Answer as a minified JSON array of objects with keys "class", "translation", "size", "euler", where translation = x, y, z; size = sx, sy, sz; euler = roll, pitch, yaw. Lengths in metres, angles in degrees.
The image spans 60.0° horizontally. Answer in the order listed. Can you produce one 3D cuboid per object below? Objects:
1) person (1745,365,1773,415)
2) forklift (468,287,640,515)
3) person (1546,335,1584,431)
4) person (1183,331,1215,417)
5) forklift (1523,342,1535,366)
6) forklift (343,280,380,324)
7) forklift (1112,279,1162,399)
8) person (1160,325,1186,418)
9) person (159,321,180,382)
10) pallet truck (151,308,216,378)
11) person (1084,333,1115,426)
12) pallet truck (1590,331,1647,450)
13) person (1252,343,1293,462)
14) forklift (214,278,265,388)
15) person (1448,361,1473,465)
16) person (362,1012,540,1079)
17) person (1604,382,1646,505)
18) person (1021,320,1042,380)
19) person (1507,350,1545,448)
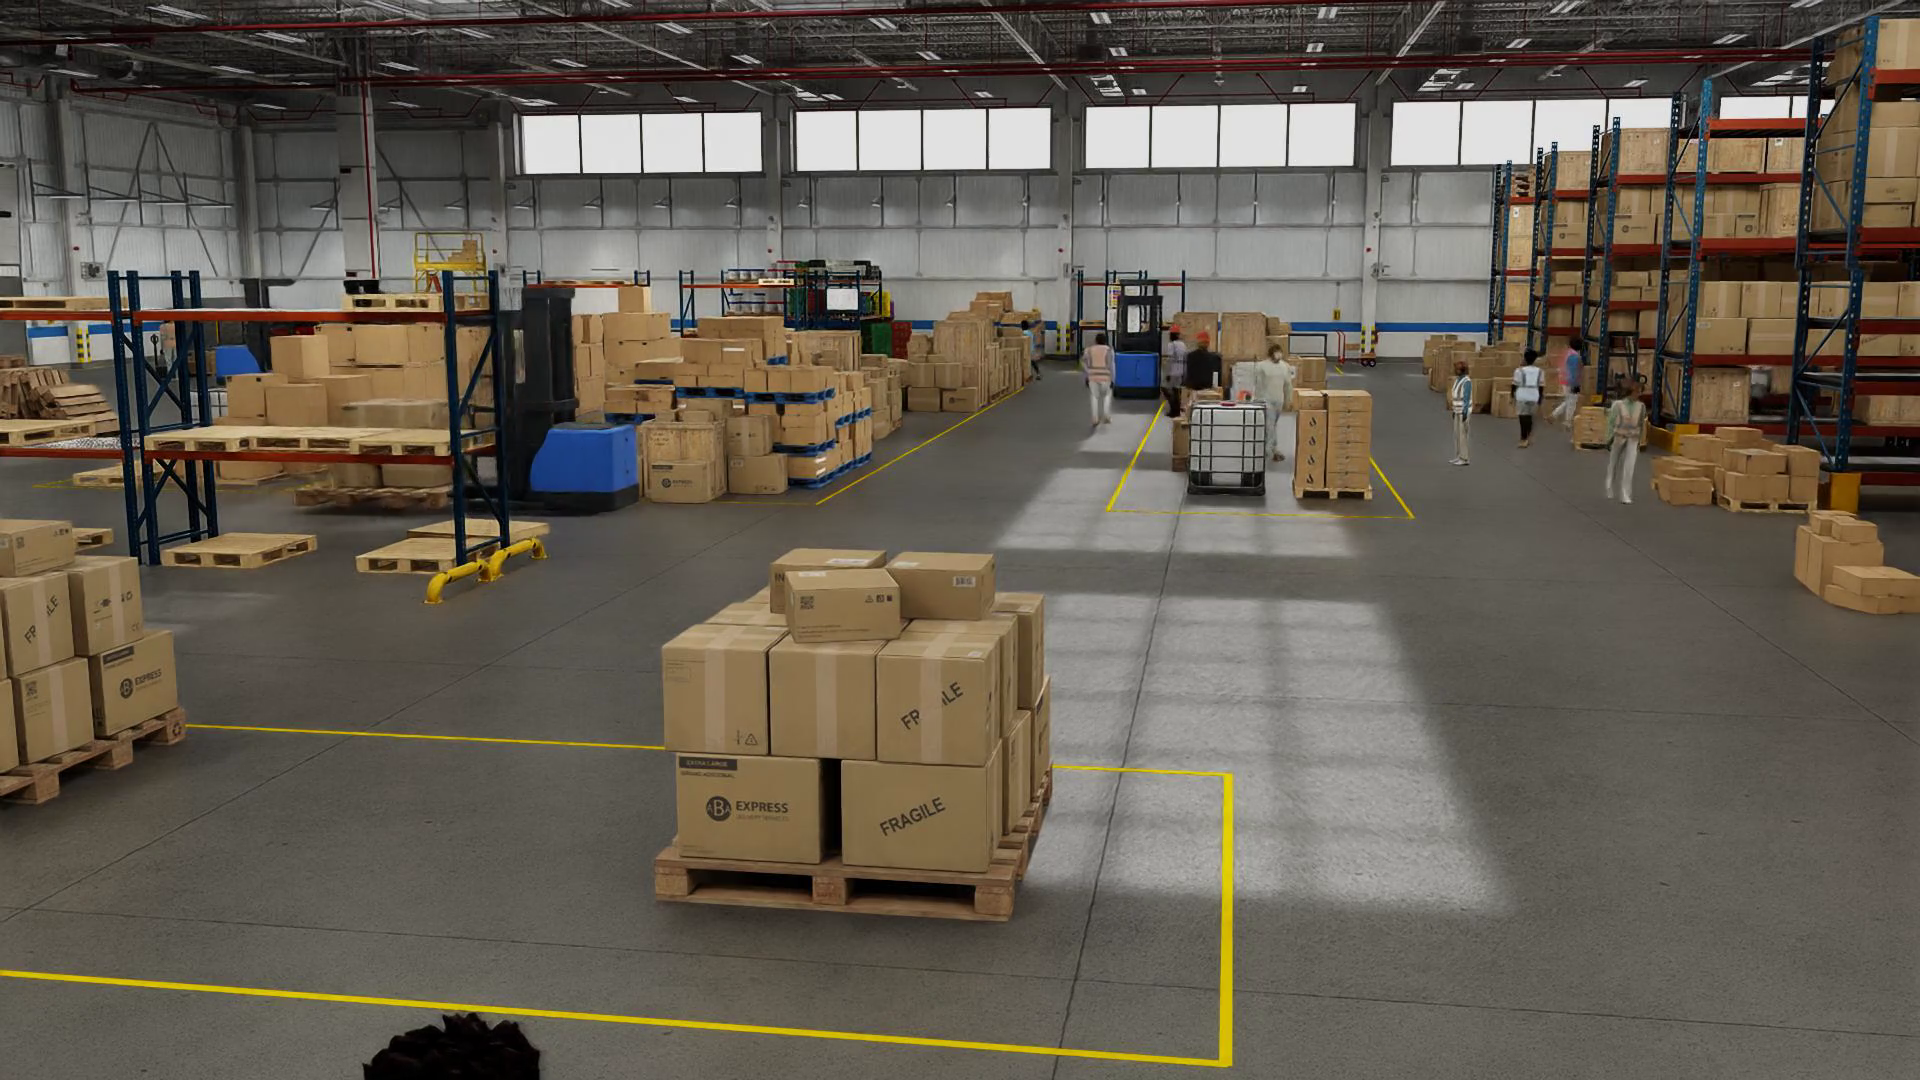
[{"class":"person","translation":[14.731,-2.903,30.762],"size":[0.548,1.919,0.550],"euler":[-2,9,-13]},{"class":"forklift","translation":[-5.105,-1.774,20.855],"size":[1.873,2.768,1.129],"euler":[1,9,9]},{"class":"person","translation":[11.482,-2.951,31.389],"size":[0.531,1.825,0.643],"euler":[2,9,11]},{"class":"person","translation":[4.222,-2.731,29.540],"size":[0.628,1.975,0.743],"euler":[-4,10,-25]},{"class":"forklift","translation":[16.064,-5.563,44.227],"size":[1.873,2.768,1.129],"euler":[1,9,9]},{"class":"forklift","translation":[-12.813,-4.191,35.764],"size":[1.873,2.768,1.129],"euler":[1,9,9]},{"class":"forklift","translation":[4.238,-4.806,39.557],"size":[1.129,2.768,1.873],"euler":[1,9,9]},{"class":"person","translation":[4.382,-3.455,34.185],"size":[0.451,1.916,0.566],"euler":[9,13,44]},{"class":"person","translation":[-21.579,-5.281,45.413],"size":[0.363,1.927,0.587],"euler":[5,10,27]},{"class":"pallet truck","translation":[-21.869,-5.598,47.154],"size":[0.823,1.965,1.885],"euler":[4,10,26]},{"class":"person","translation":[2.772,-3.165,32.721],"size":[0.630,1.818,0.762],"euler":[2,10,15]},{"class":"pallet truck","translation":[11.253,-2.573,28.499],"size":[0.823,1.965,1.885],"euler":[5,10,27]},{"class":"person","translation":[5.024,-2.225,26.747],"size":[0.638,1.882,1.036],"euler":[-3,10,-18]},{"class":"forklift","translation":[-18.193,-5.339,42.845],"size":[1.873,2.768,1.129],"euler":[-3,10,-18]},{"class":"person","translation":[7.840,-1.983,25.992],"size":[0.315,1.631,0.524],"euler":[-1,9,-3]},{"class":"person","translation":[-0.707,1.654,2.525],"size":[0.366,1.965,0.607],"euler":[-7,12,-38]},{"class":"person","translation":[8.711,-1.287,21.838],"size":[0.536,1.585,0.853],"euler":[0,9,3]},{"class":"person","translation":[1.901,-5.229,45.912],"size":[0.796,1.665,0.532],"euler":[6,11,31]},{"class":"person","translation":[9.695,-2.418,28.527],"size":[0.552,1.667,0.599],"euler":[-1,9,-8]}]
